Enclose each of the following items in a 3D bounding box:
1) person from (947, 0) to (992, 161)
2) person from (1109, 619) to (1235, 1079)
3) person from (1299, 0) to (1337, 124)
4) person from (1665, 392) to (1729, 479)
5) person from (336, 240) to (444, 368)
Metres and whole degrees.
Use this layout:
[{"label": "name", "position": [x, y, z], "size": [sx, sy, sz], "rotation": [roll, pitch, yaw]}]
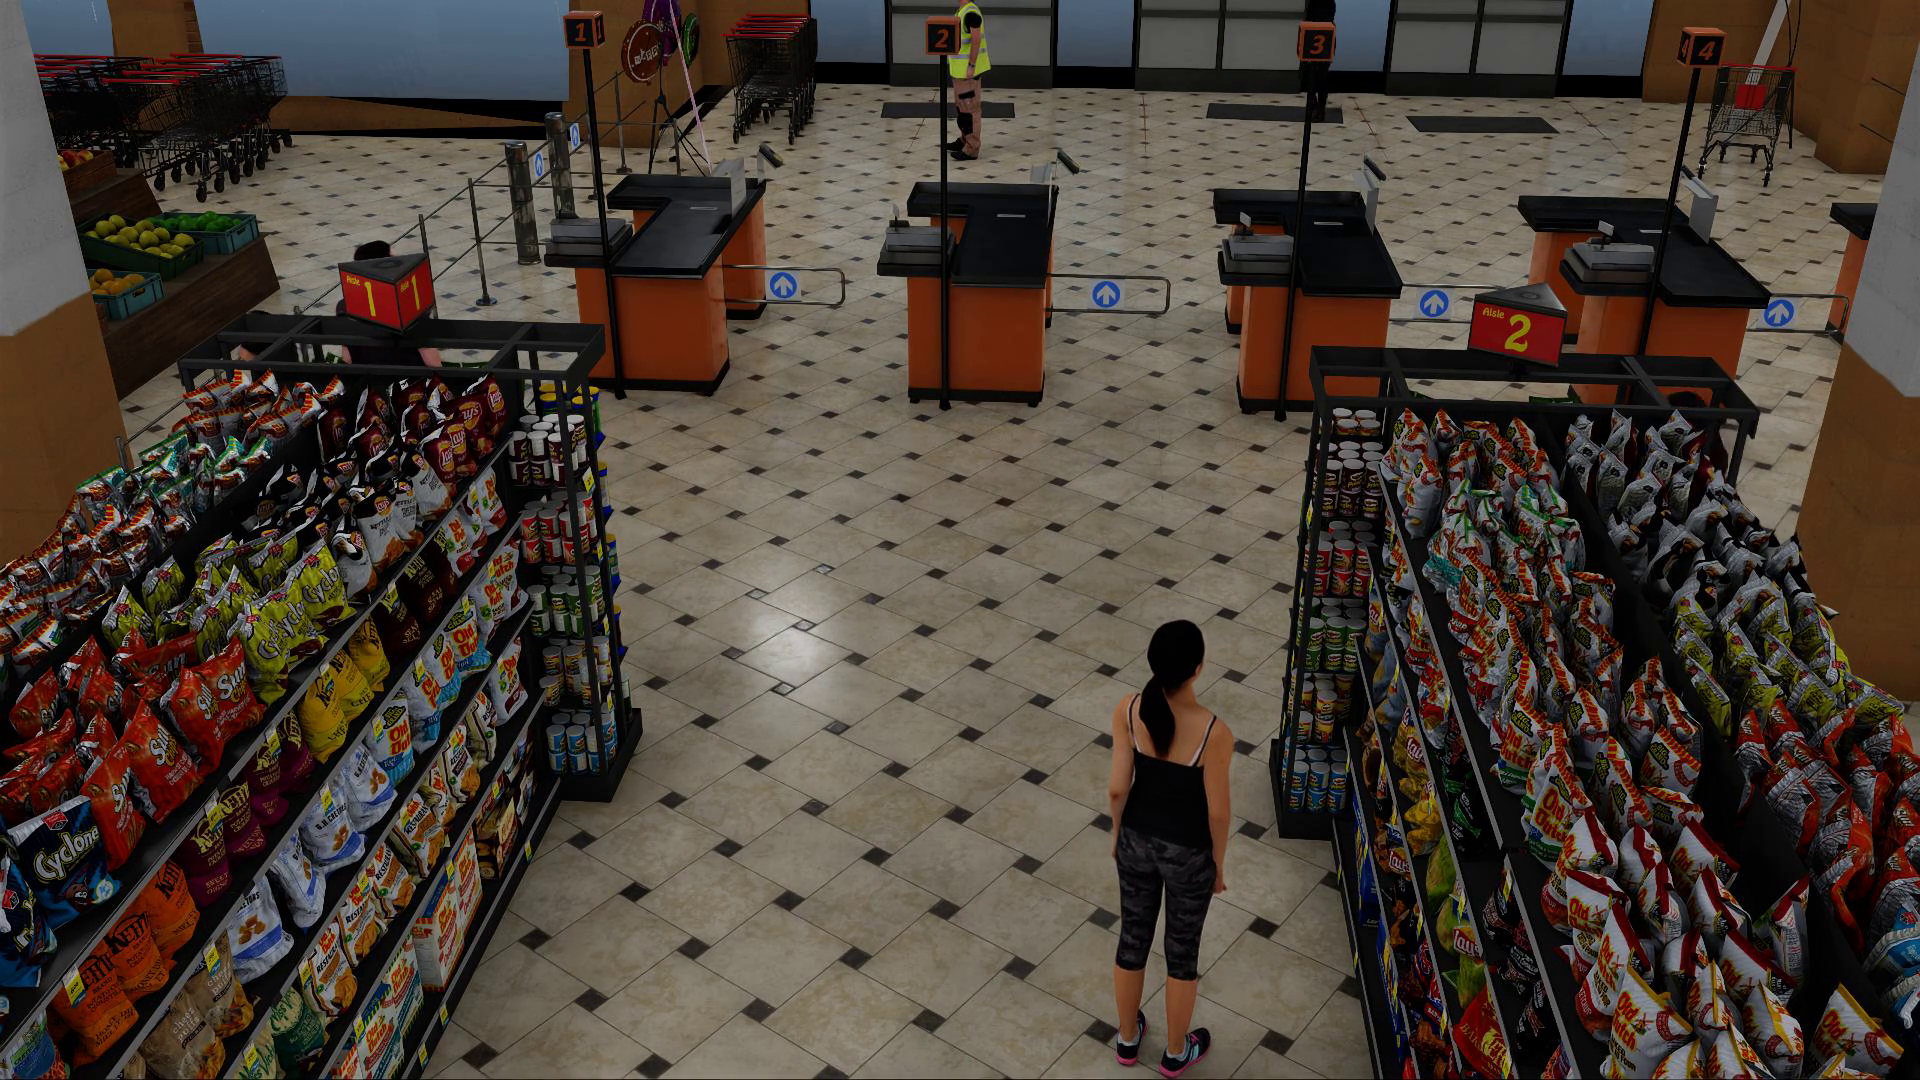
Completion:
[{"label": "person", "position": [0.052, -4.837, 16.972], "size": [0.841, 1.845, 0.729], "rotation": [-5, 27, -9]}, {"label": "person", "position": [0.679, 1.037, 5.518], "size": [0.641, 1.729, 0.648], "rotation": [13, 30, 25]}, {"label": "person", "position": [4.054, -5.484, 18.488], "size": [0.784, 1.628, 0.726], "rotation": [-22, 34, -37]}, {"label": "person", "position": [3.176, 0.189, 7.215], "size": [0.782, 1.707, 0.847], "rotation": [-21, 33, -35]}, {"label": "person", "position": [-2.948, -0.676, 8.768], "size": [0.754, 1.845, 0.641], "rotation": [7, 28, 13]}]
